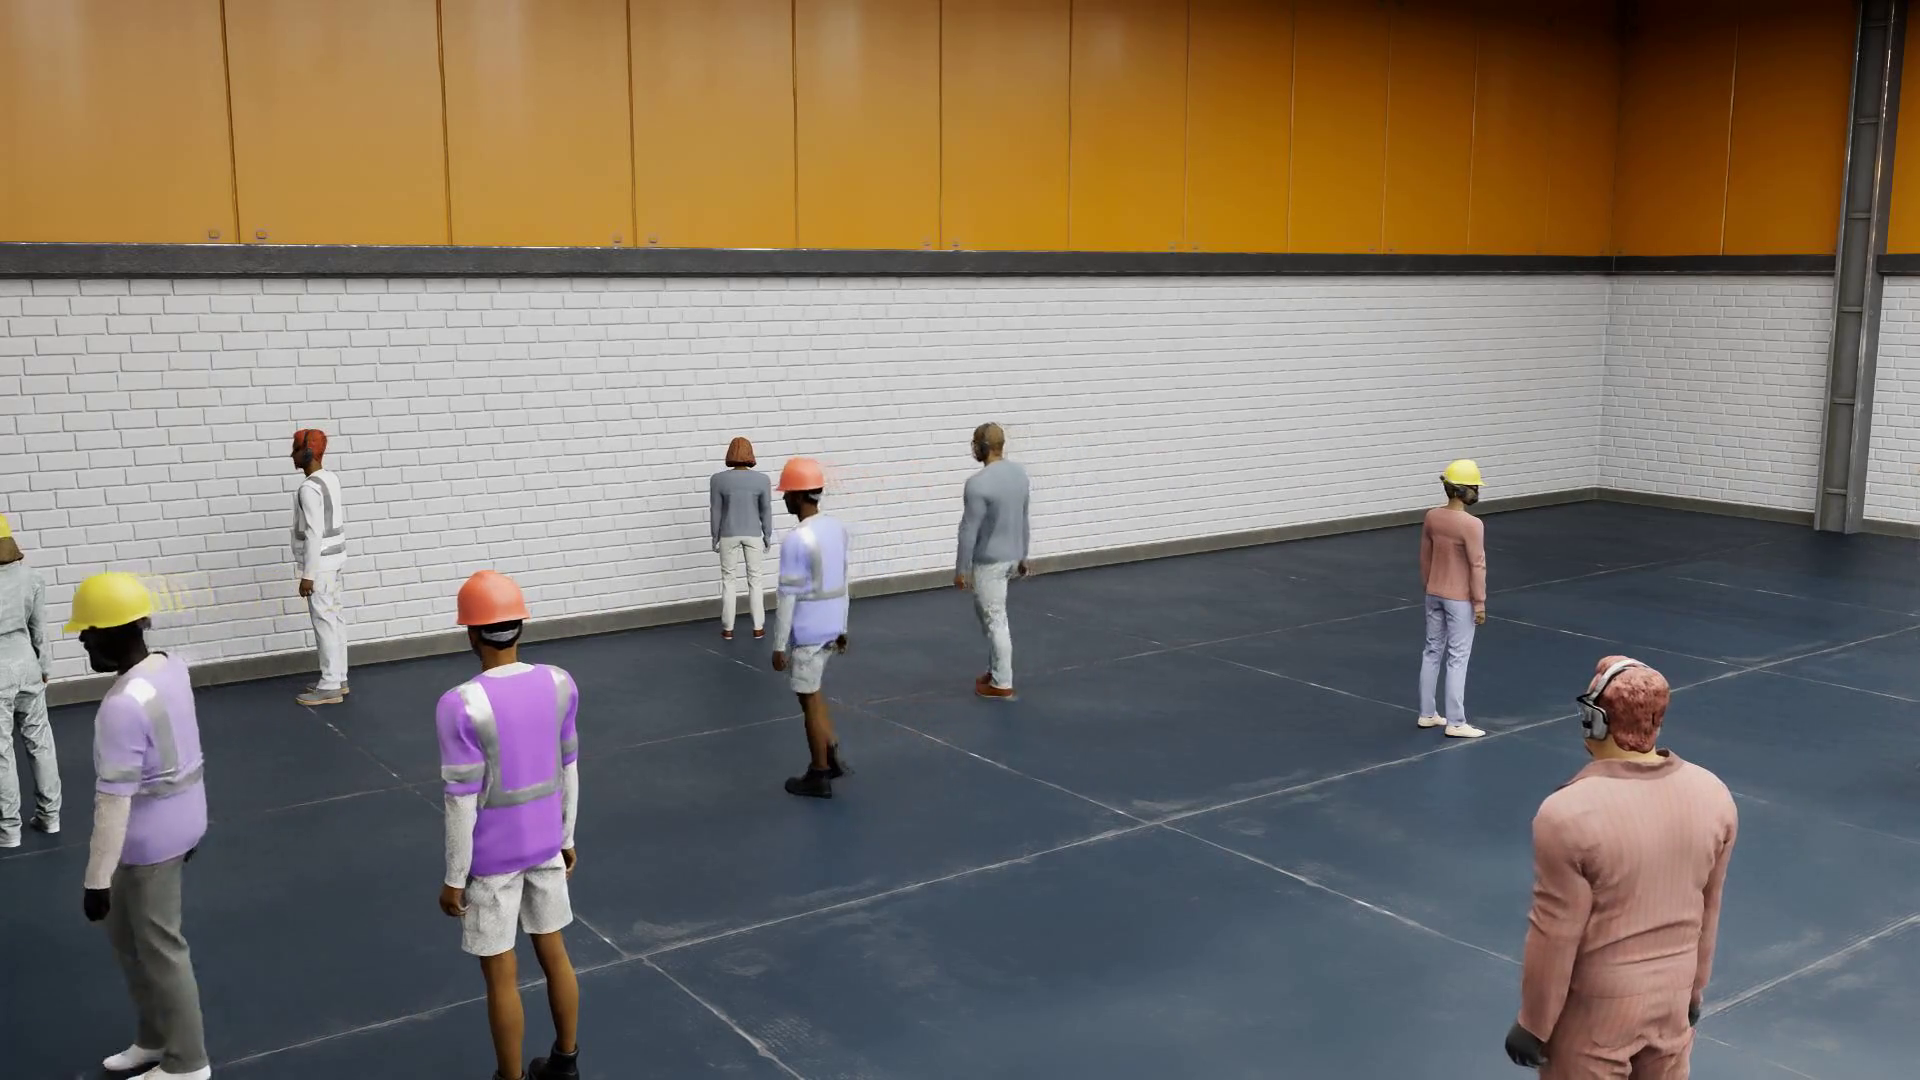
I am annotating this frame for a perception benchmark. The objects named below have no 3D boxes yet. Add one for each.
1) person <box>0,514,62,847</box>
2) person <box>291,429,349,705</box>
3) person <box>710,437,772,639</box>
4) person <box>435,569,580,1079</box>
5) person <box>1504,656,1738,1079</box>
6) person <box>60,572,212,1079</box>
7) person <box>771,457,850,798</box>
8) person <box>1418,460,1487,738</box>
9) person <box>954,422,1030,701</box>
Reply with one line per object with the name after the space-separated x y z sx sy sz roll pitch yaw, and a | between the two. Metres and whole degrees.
-4.932 0.704 8.563 0.313 1.741 0.494 4 10 24 | person
-4.385 0.179 11.366 0.356 1.883 0.574 -1 9 -8 | person
-1.754 -0.014 13.353 0.494 1.624 0.282 -2 9 -10 | person
-1.574 1.061 5.766 0.374 1.933 0.550 7 12 38 | person
1.793 1.261 4.615 0.636 1.911 0.405 -4 10 -21 | person
-2.957 1.053 5.862 0.549 1.911 0.623 -2 9 -11 | person
-0.851 0.498 9.268 0.401 1.923 0.578 4 10 25 | person
3.141 0.369 10.559 0.308 1.766 0.533 -4 10 -25 | person
0.172 0.149 11.424 0.542 1.922 0.660 6 11 33 | person
